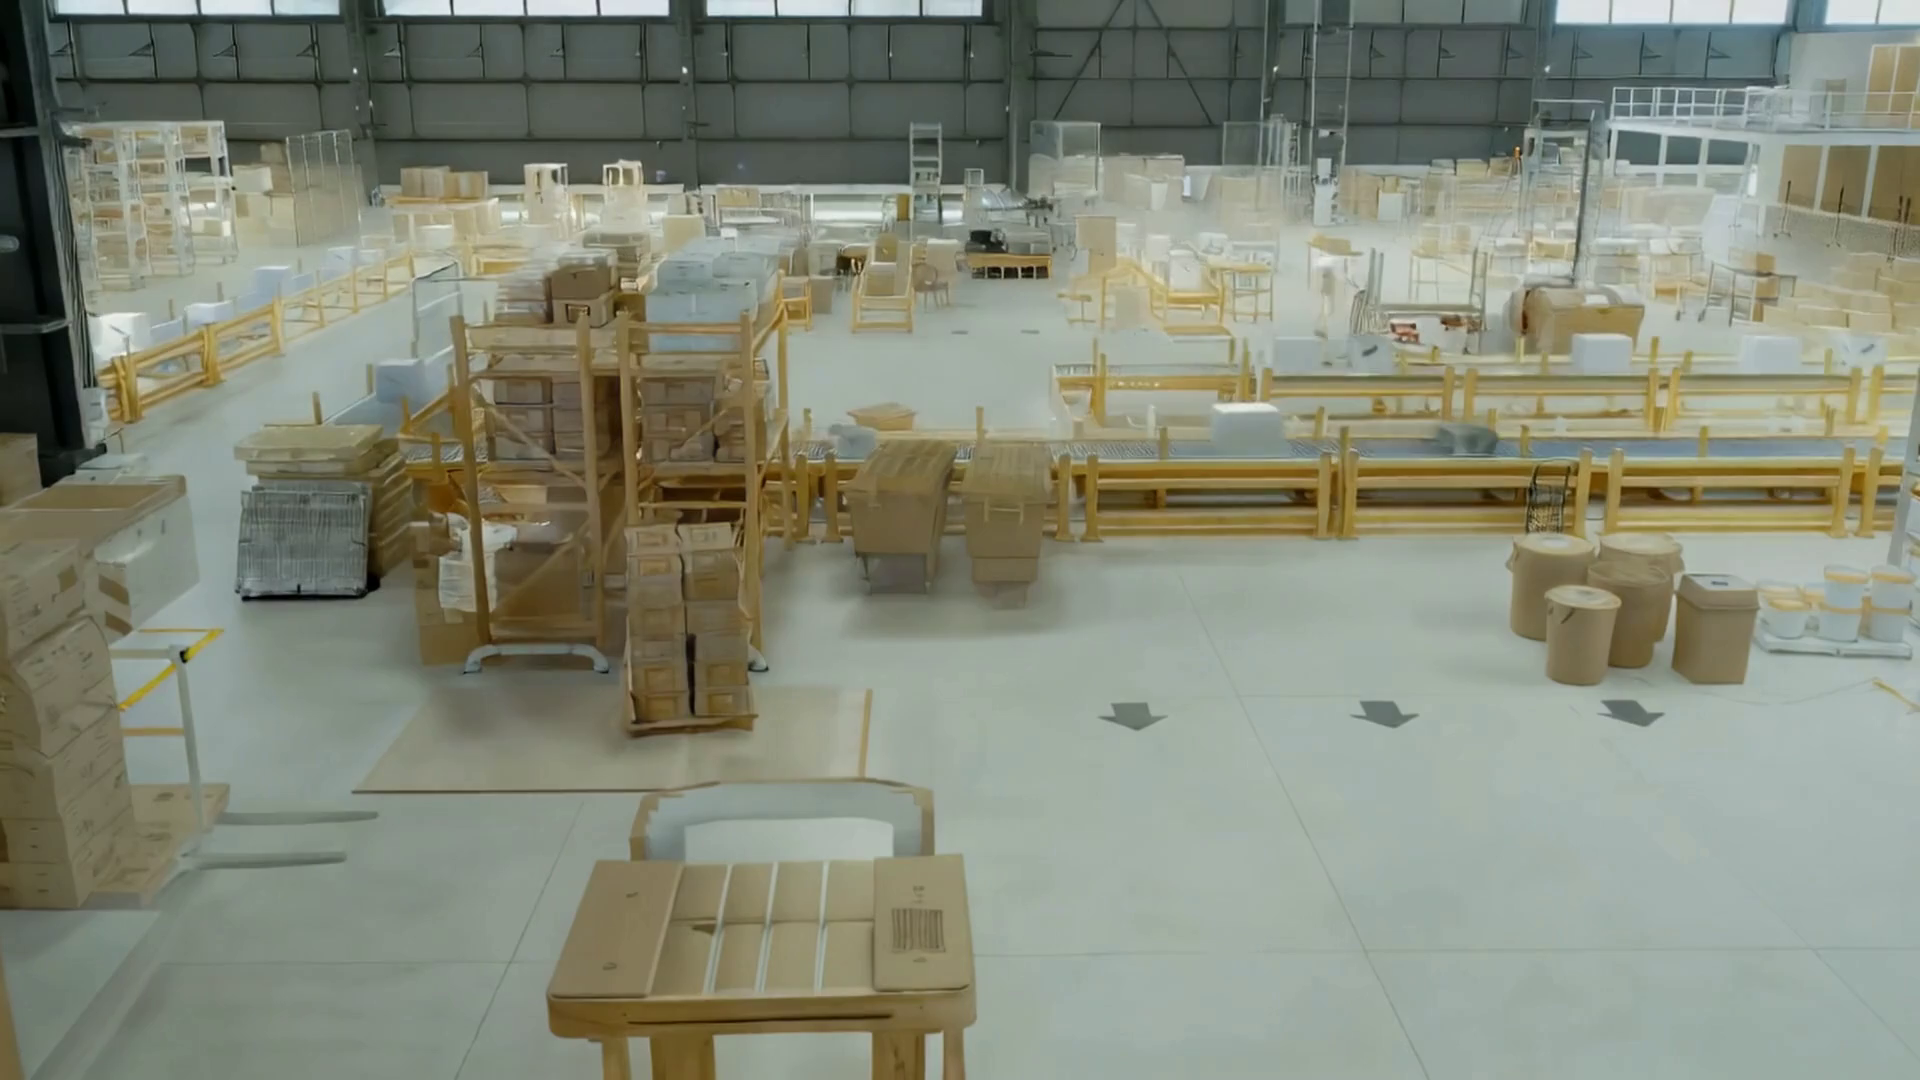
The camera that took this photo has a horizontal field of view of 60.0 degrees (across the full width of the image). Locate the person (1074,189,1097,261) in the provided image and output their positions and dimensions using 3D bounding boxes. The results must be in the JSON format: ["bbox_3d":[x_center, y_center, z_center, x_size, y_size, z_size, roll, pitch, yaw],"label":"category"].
[{"bbox_3d":[3.278,-7.861,42.016,1.074,1.989,0.621,3,16,10],"label":"person"}]

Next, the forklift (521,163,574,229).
[{"bbox_3d":[-12.233,-10.122,49.298,1.157,1.987,2.680,0,16,-1],"label":"forklift"}]

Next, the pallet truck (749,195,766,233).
[{"bbox_3d":[-6.051,-9.967,50.660,0.680,1.201,1.601,0,16,-1],"label":"pallet truck"}]

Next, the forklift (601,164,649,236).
[{"bbox_3d":[-9.948,-10.127,49.296,1.157,1.987,2.680,-1,16,-3],"label":"forklift"}]

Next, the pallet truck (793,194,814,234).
[{"bbox_3d":[-4.814,-9.883,50.259,0.704,1.261,1.522,-1,16,-3],"label":"pallet truck"}]

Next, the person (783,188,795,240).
[{"bbox_3d":[-4.691,-8.715,45.390,0.430,1.756,0.531,-9,18,-28],"label":"person"}]

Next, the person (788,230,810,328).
[{"bbox_3d":[-3.157,-5.105,32.587,0.396,1.899,0.644,0,16,-1],"label":"person"}]

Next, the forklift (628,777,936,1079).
[{"bbox_3d":[-0.542,2.165,5.552,1.129,2.768,1.873,-1,16,-2],"label":"forklift"}]

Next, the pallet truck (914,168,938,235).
[{"bbox_3d":[-0.989,-10.316,50.507,0.823,1.965,1.885,1,16,3],"label":"pallet truck"}]

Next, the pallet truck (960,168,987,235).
[{"bbox_3d":[0.383,-10.230,50.206,0.823,1.965,1.885,-1,16,-3],"label":"pallet truck"}]

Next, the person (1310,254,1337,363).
[{"bbox_3d":[6.189,-3.917,28.408,0.519,1.916,0.562,5,17,16],"label":"person"}]

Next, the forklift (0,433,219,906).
[{"bbox_3d":[-5.952,0.780,10.366,1.873,2.768,1.129,0,16,-1],"label":"forklift"}]

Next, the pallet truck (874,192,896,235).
[{"bbox_3d":[-2.277,-9.986,50.594,0.653,1.274,1.630,0,16,-1],"label":"pallet truck"}]
